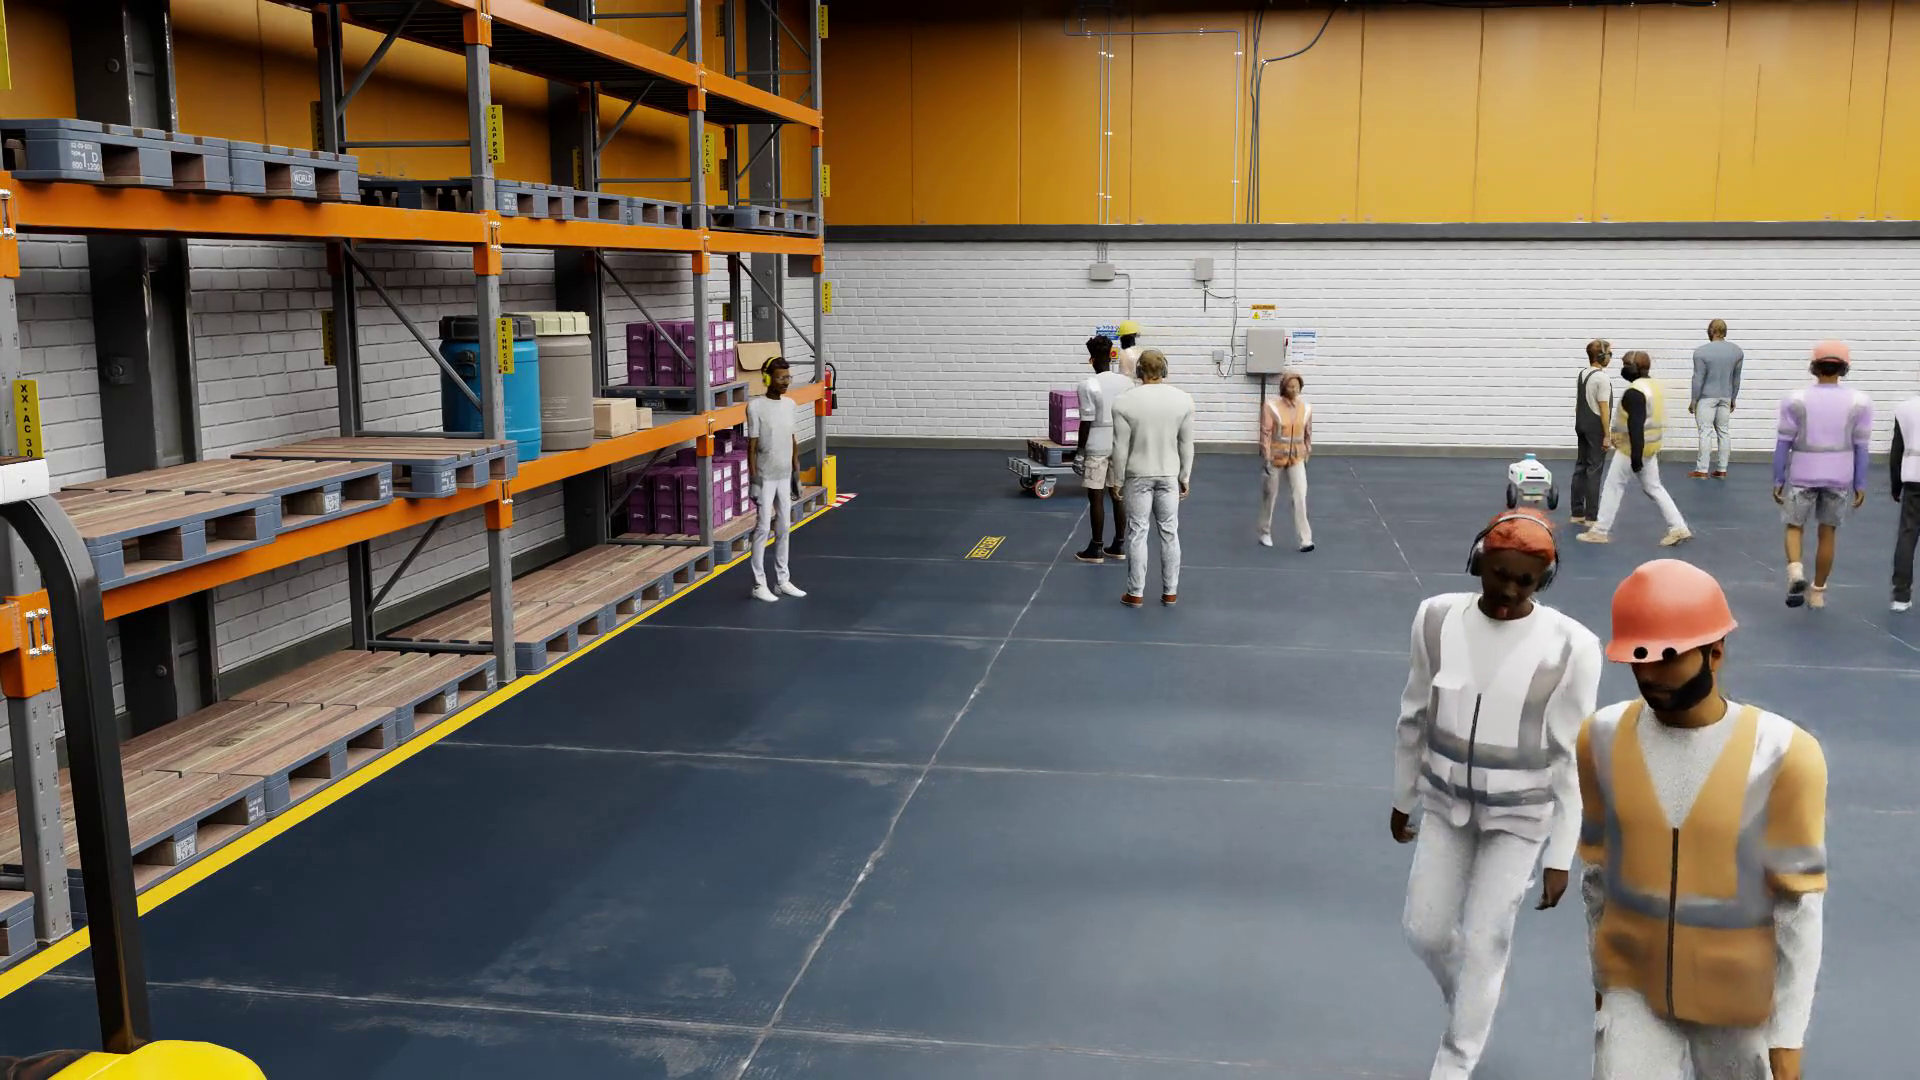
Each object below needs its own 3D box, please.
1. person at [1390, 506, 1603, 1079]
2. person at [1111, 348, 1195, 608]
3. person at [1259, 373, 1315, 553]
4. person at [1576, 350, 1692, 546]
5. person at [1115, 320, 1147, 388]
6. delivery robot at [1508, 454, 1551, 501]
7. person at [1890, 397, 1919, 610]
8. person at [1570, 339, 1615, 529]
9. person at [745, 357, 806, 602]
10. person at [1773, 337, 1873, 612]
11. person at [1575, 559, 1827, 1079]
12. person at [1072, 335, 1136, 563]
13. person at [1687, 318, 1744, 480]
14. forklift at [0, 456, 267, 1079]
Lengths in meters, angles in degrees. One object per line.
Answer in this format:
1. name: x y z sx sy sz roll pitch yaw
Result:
1. person: 1.558 0.803 4.888 0.620 1.857 0.545 8 12 39
2. person: 1.421 -0.454 12.363 0.632 1.940 0.372 -1 9 -8
3. person: 2.923 -0.688 14.876 0.528 1.593 0.881 -2 9 -11
4. person: 6.215 -0.827 15.139 0.966 1.801 0.634 7 12 38
5. person: 2.074 -1.697 20.133 0.466 1.910 0.609 8 12 39
6. delivery robot: 6.057 -0.673 17.682 0.477 0.478 0.707 2 9 10
7. person: 7.280 -0.427 12.430 0.618 1.860 1.032 9 13 44
8. person: 6.183 -1.032 16.213 0.345 1.847 0.508 -2 9 -10
9. person: -1.411 -0.461 12.659 0.322 1.861 0.515 8 12 40
10. person: 6.250 -0.452 12.087 0.615 2.028 0.640 4 10 24
11. person: 1.666 0.961 3.765 0.553 1.902 0.850 7 12 38
12. person: 1.227 -0.784 14.333 0.603 1.958 0.380 -6 11 -35
13. person: 9.039 -1.684 19.950 0.632 1.940 0.372 -2 9 -10
14. forklift: -2.328 0.975 2.765 2.313 2.155 1.214 1 9 9
